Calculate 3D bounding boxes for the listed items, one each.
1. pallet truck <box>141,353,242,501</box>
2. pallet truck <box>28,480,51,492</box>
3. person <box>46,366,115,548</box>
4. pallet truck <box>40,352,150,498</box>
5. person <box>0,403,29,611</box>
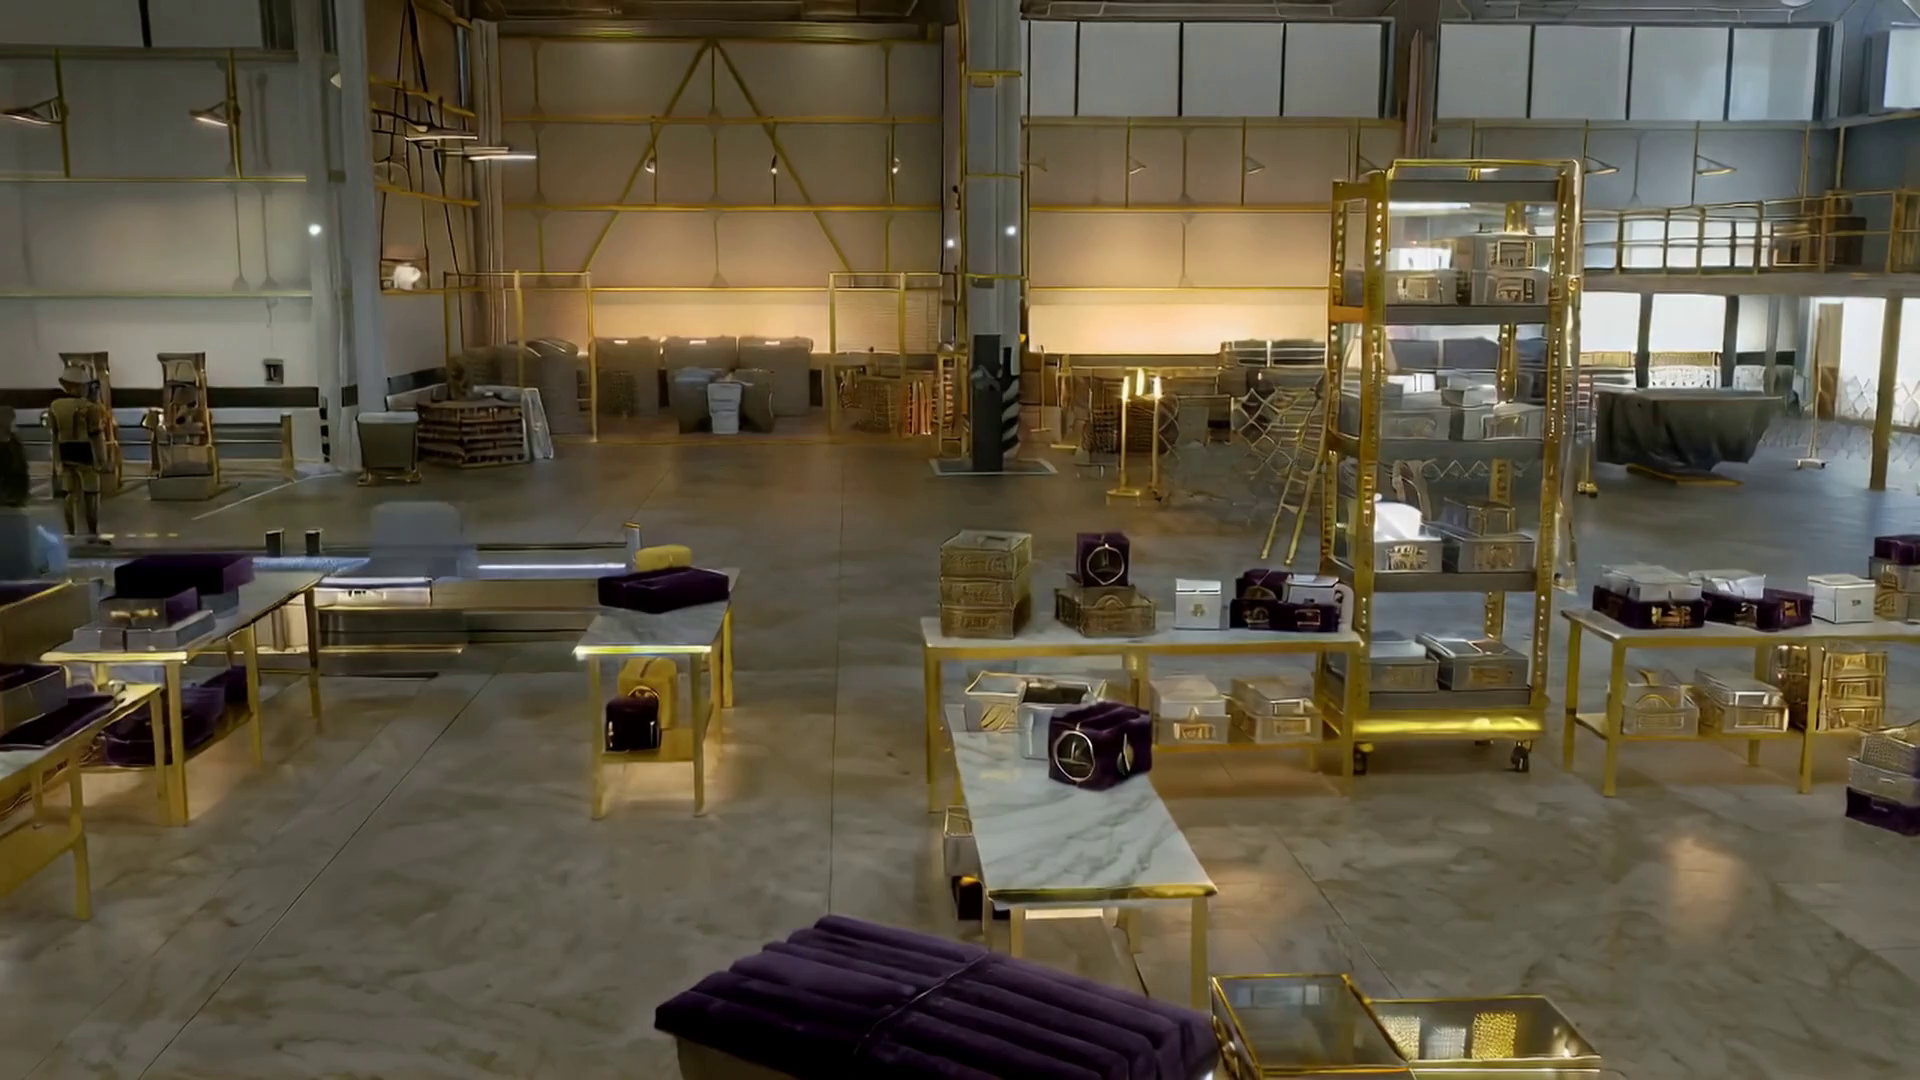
[{"bbox_3d":[-10.520,-1.604,22.925,0.823,1.965,1.885,-1,9,-6],"label":"pallet truck"},{"bbox_3d":[-13.193,-1.293,23.148,0.653,1.274,1.630,-1,9,-4],"label":"pallet truck"},{"bbox_3d":[-9.660,-0.883,18.249,0.605,2.045,0.378,2,9,10],"label":"person"},{"bbox_3d":[-11.907,-1.642,23.165,0.823,1.965,1.885,0,9,0],"label":"pallet truck"},{"bbox_3d":[-8.565,-0.282,14.933,0.419,1.897,0.639,2,9,10],"label":"person"}]
